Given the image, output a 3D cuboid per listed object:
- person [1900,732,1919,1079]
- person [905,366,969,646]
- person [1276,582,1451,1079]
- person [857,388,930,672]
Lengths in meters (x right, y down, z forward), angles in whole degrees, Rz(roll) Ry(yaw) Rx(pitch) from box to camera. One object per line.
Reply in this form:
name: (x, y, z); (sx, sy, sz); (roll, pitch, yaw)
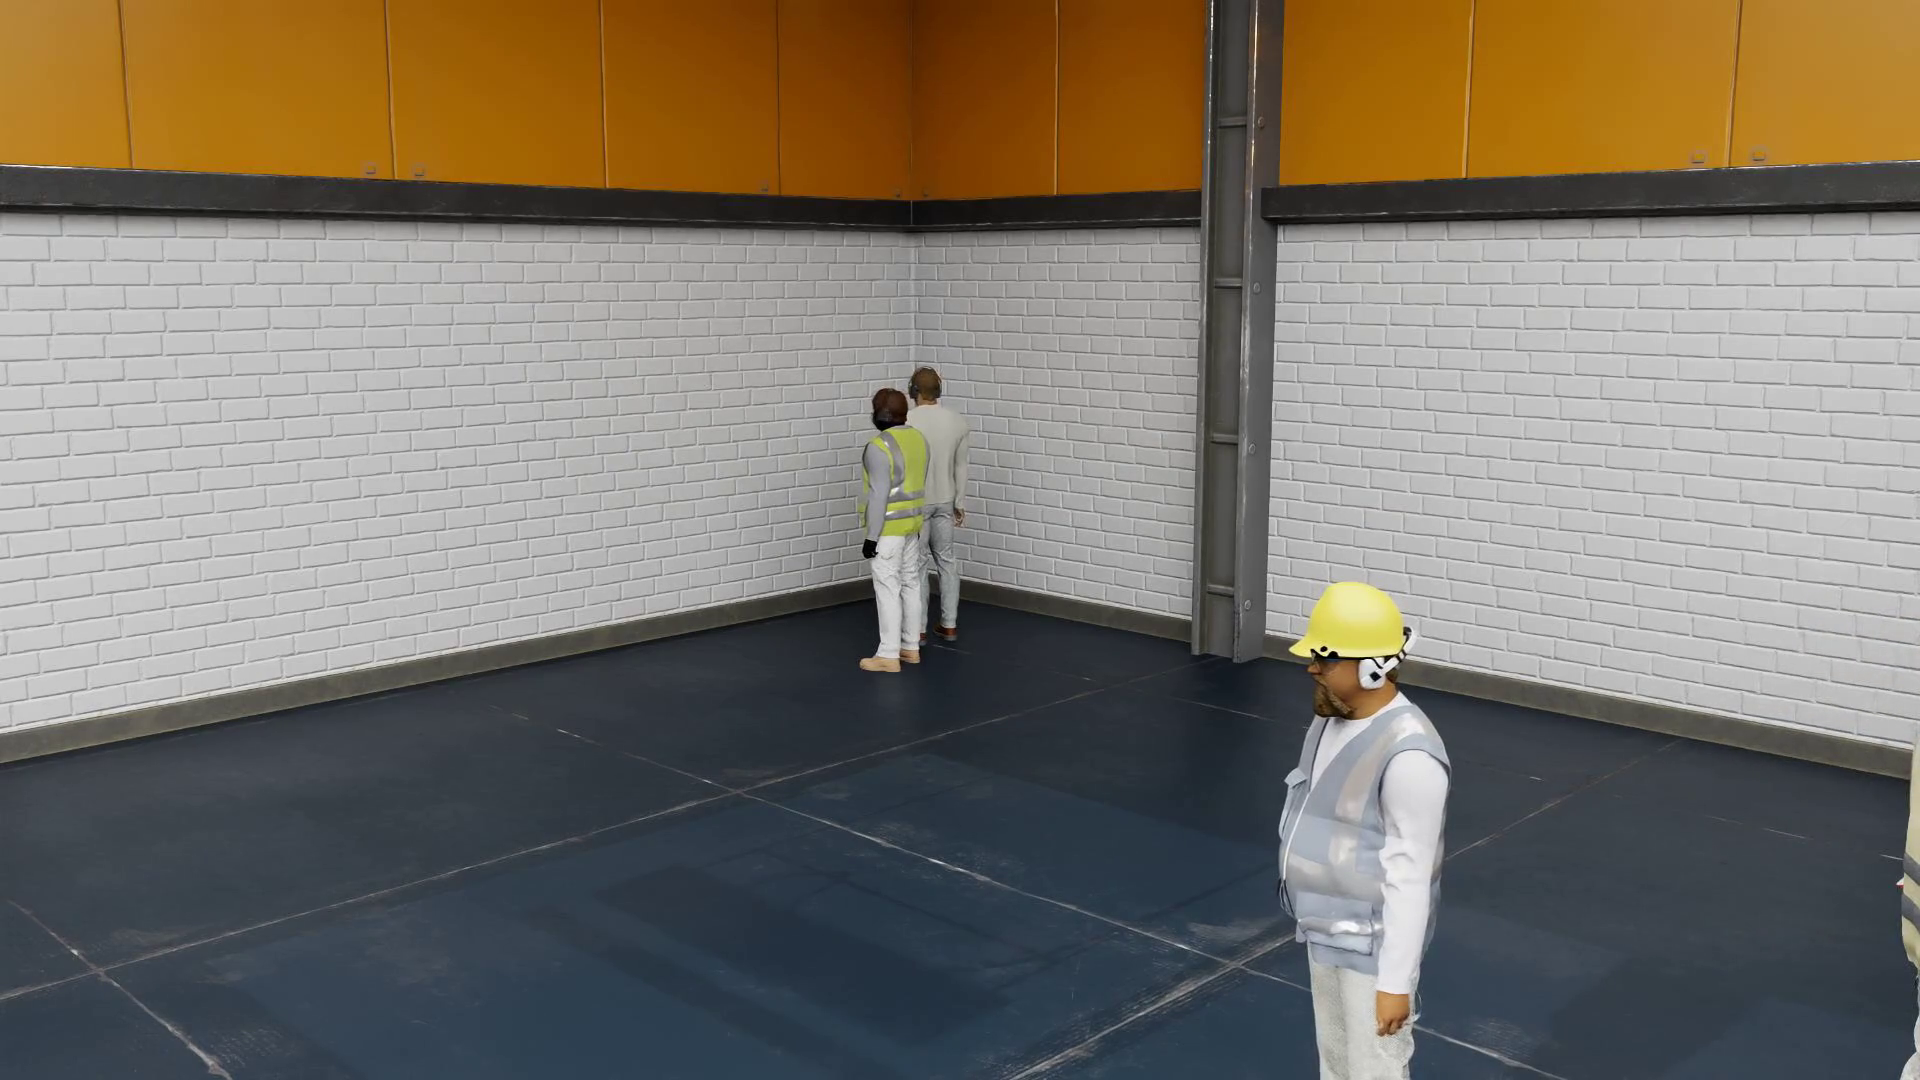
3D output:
person: (2.553, 1.034, 4.110); (0.404, 1.833, 0.590); (2, 9, 11)
person: (-0.230, -0.236, 11.574); (0.638, 1.936, 0.356); (-6, 11, -32)
person: (1.020, 1.008, 4.305); (0.403, 1.826, 0.595); (-2, 9, -10)
person: (-0.451, -0.067, 10.834); (0.429, 1.842, 0.636); (5, 11, 28)
